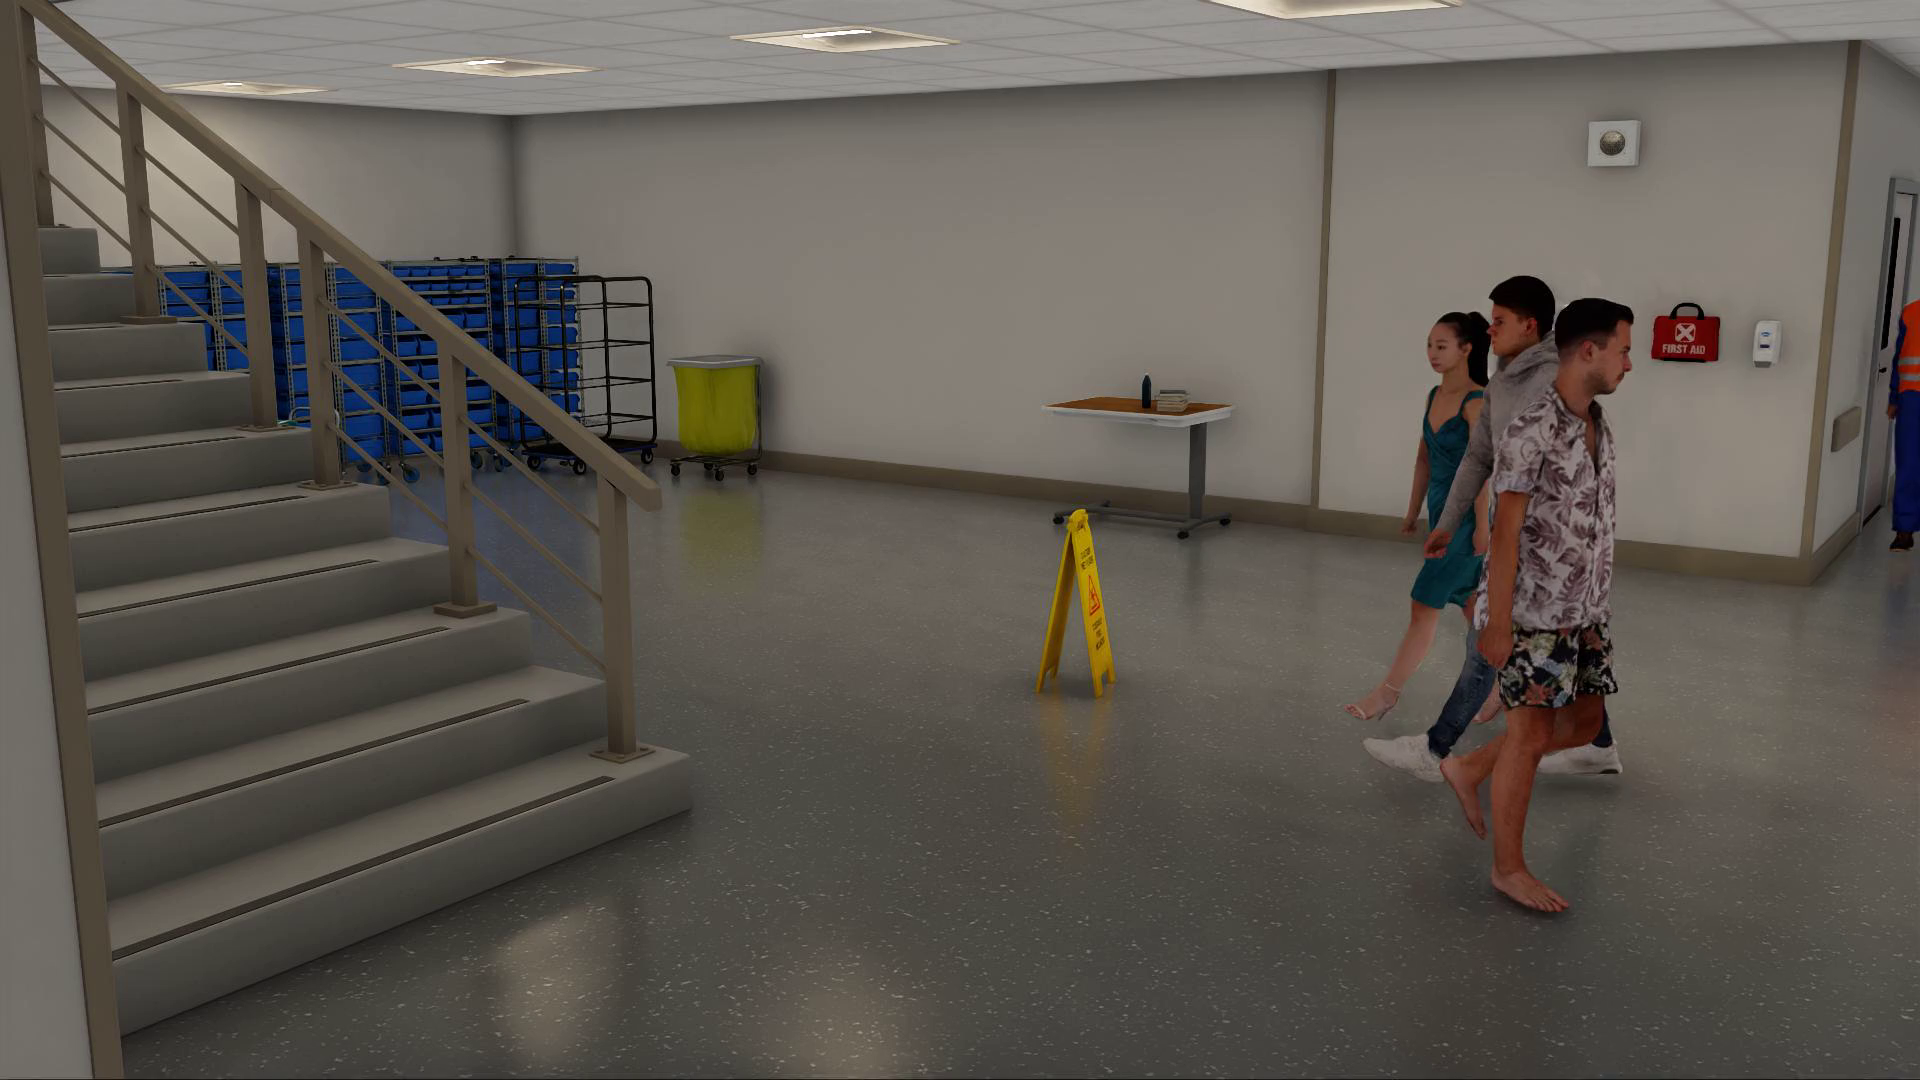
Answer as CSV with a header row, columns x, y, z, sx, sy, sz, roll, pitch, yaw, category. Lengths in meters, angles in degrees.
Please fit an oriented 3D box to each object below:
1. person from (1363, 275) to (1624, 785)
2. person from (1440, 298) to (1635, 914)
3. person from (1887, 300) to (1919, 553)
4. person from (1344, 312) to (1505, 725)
x,y,z,sx,sy,sz,roll,pitch,yaw,category
2.106,0.020,5.882,1.298,1.794,1.138,0,11,-2,person
1.719,0.172,5.082,0.842,1.794,0.940,-8,13,-35,person
6.055,-0.837,10.312,1.131,1.826,0.766,8,13,35,person
2.041,-0.040,6.579,1.028,1.652,0.959,-1,11,-8,person
